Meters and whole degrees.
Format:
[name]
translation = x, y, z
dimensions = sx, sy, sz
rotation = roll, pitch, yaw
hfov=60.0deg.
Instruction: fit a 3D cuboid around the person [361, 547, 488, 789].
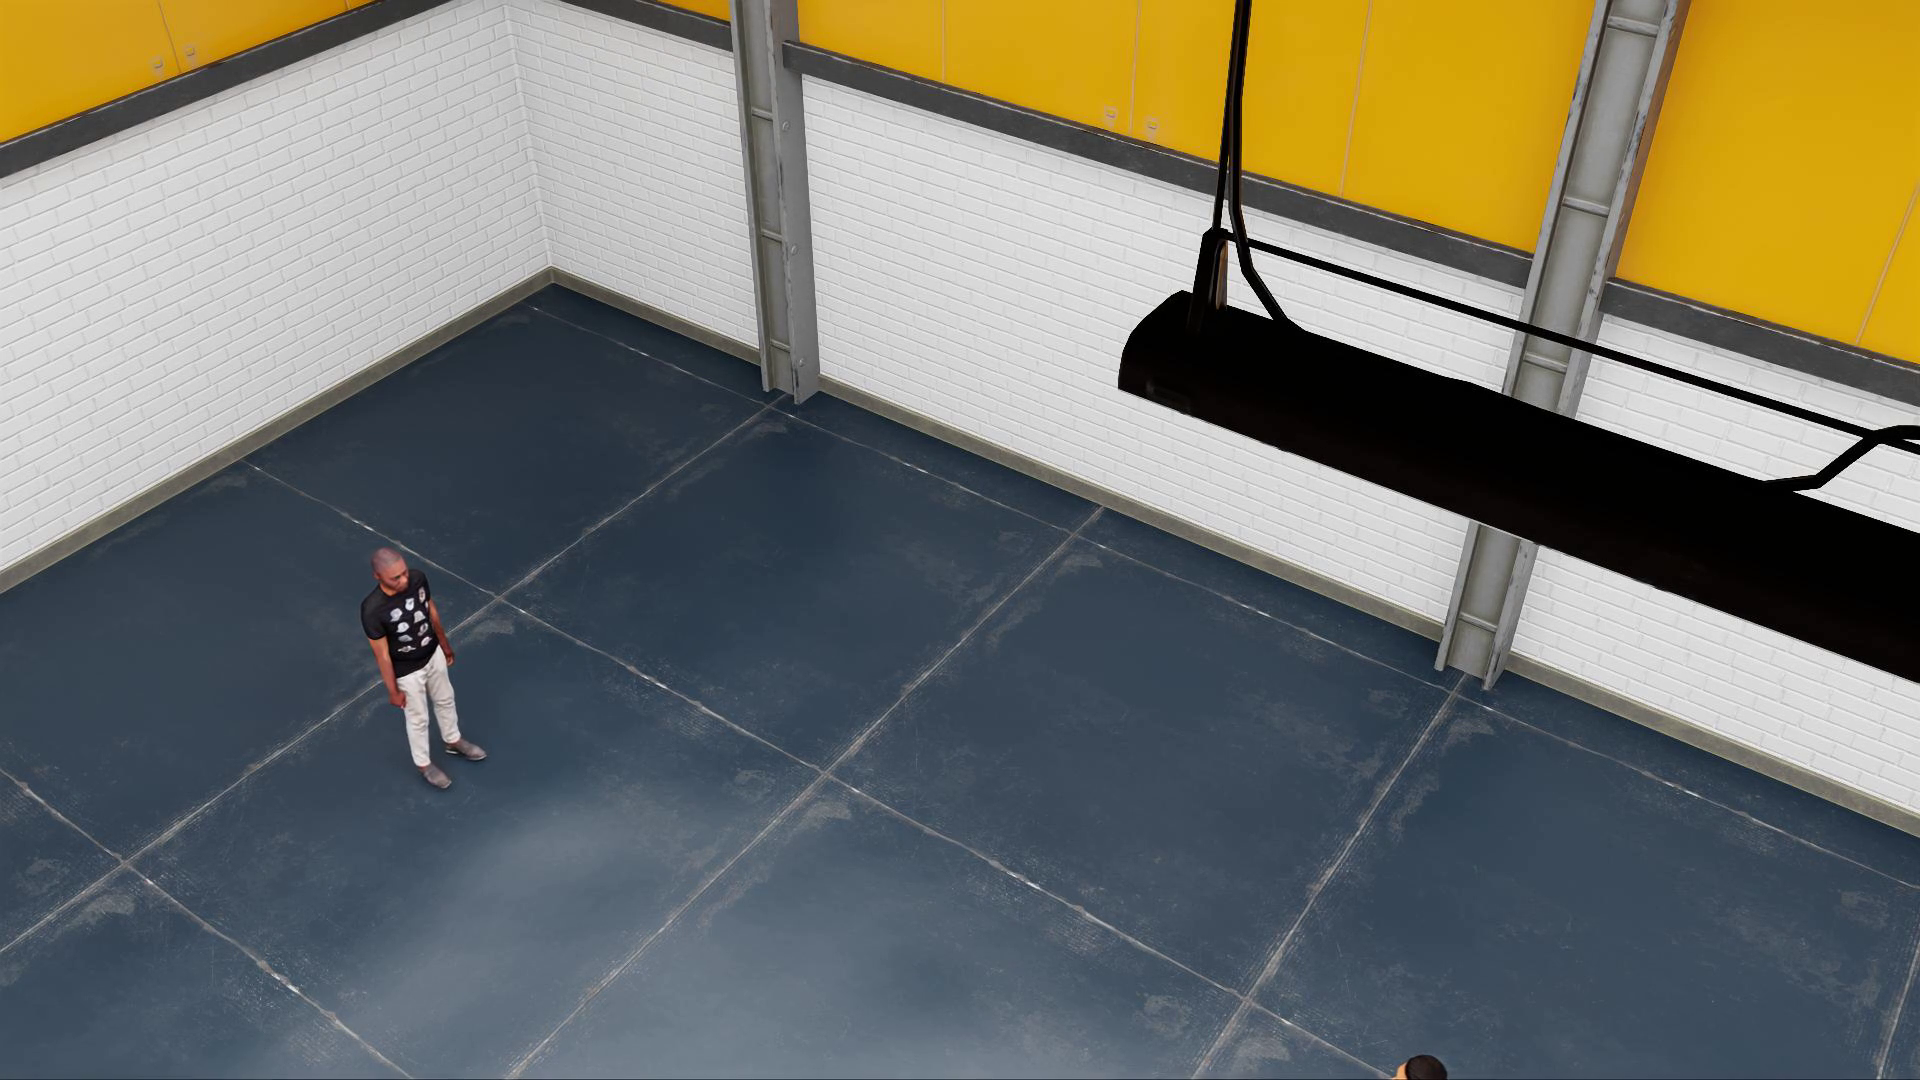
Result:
[person]
translation = -3.325, 0.737, 10.108
dimensions = 0.641, 1.800, 0.685
rotation = 19, 42, 22
